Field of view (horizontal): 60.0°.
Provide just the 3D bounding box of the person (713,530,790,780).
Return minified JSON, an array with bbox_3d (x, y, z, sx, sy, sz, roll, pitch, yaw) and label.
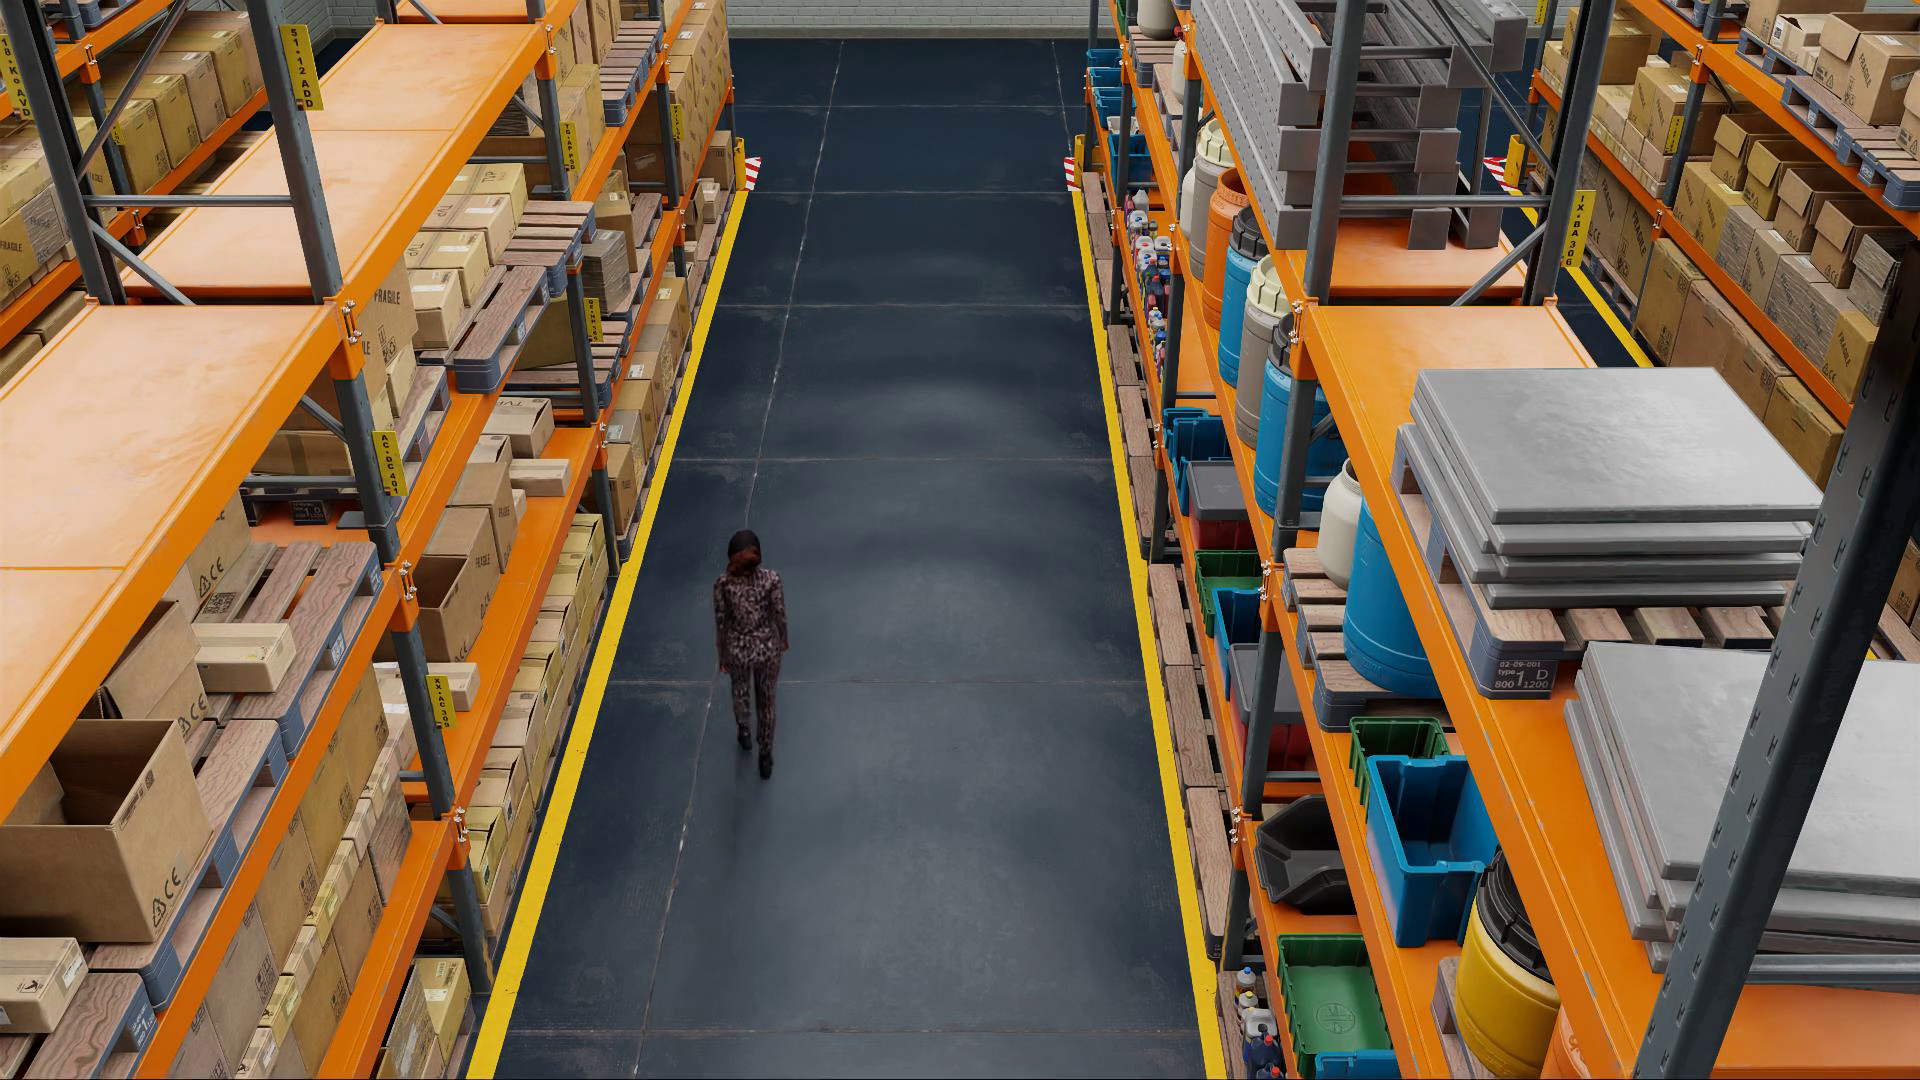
[{"bbox_3d":[-1.262,0.734,10.102,0.602,1.697,0.717,-2,33,-3],"label":"person"}]
